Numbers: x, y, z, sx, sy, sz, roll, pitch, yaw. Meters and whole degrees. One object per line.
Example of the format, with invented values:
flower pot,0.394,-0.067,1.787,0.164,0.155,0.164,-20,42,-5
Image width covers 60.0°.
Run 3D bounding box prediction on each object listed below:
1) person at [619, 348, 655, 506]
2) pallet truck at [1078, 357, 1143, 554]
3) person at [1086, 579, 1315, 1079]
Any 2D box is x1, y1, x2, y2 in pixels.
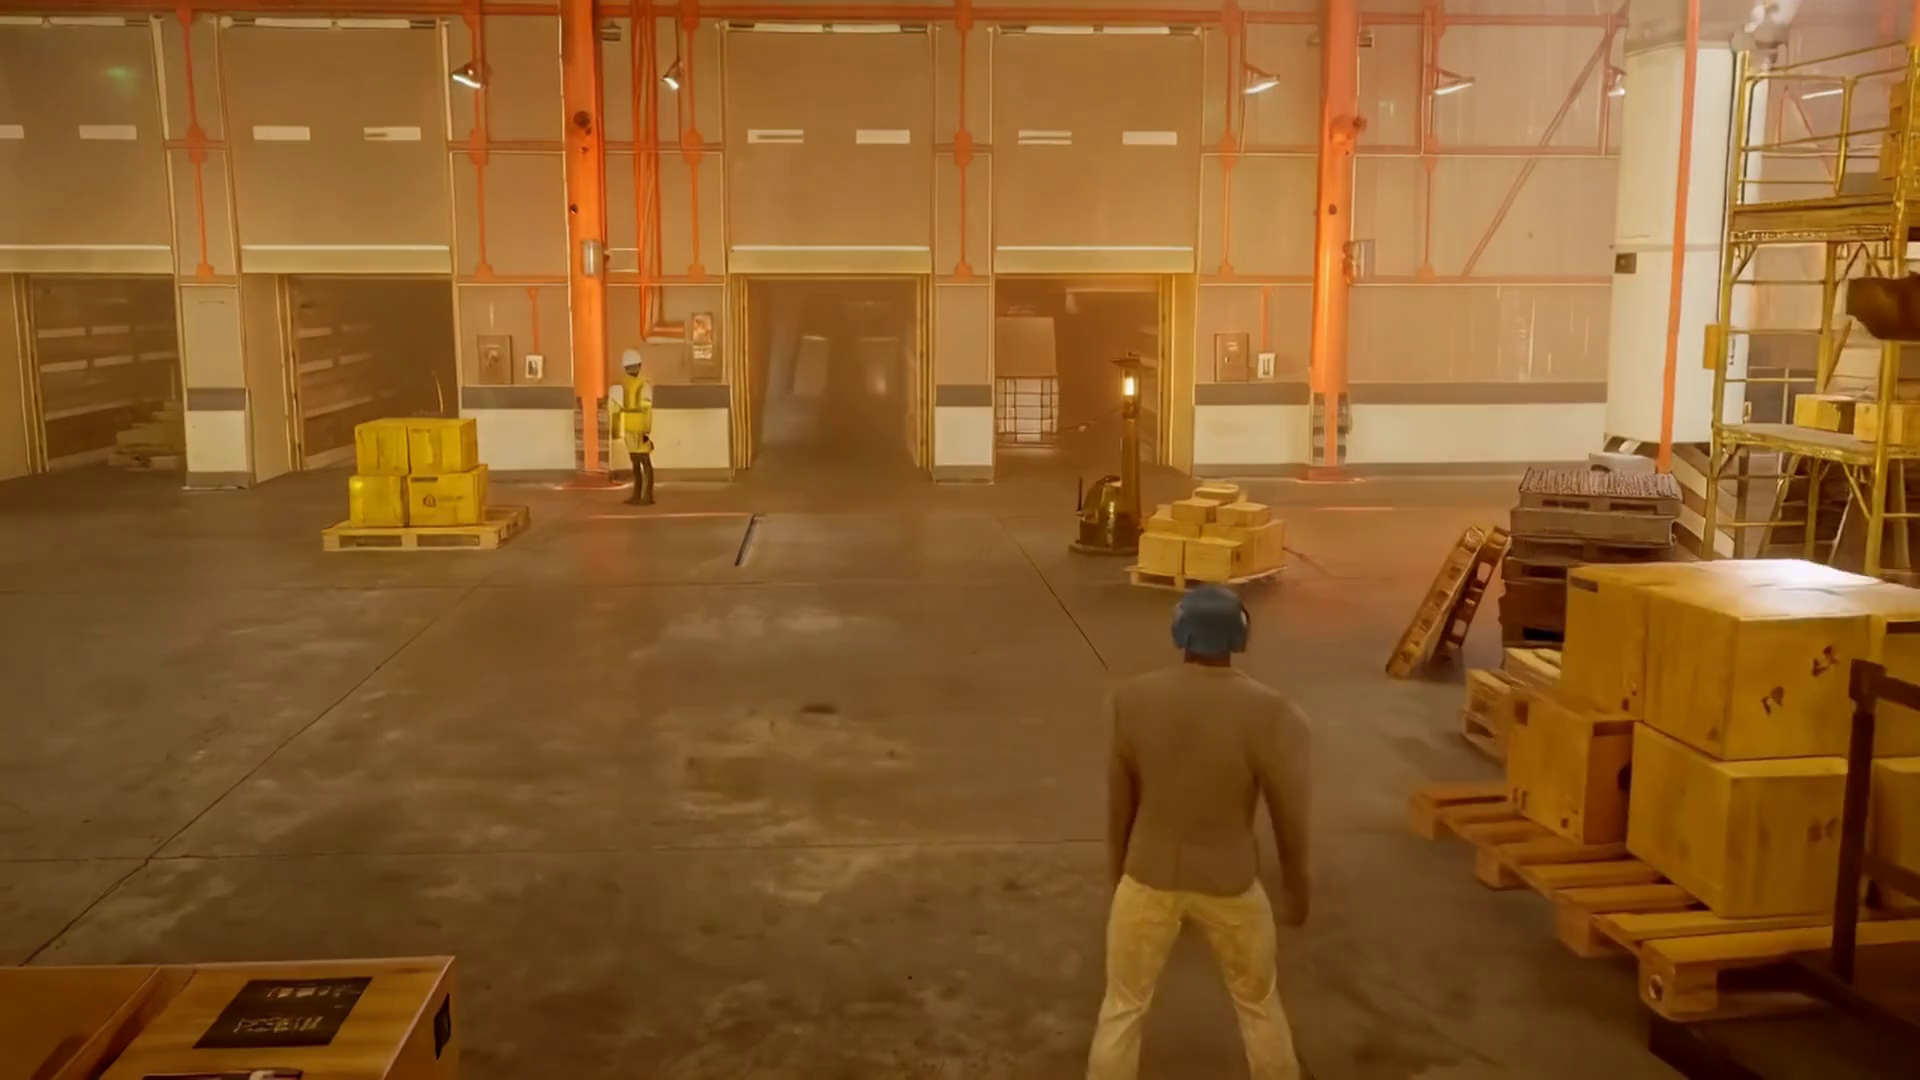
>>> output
person,-3.975,-1.381,20.404,0.389,1.930,0.544,-8,12,-42
pallet truck,2.088,-0.836,16.757,1.885,1.965,0.823,2,9,13
person,0.784,1.071,5.193,0.796,1.888,0.571,1,9,7
